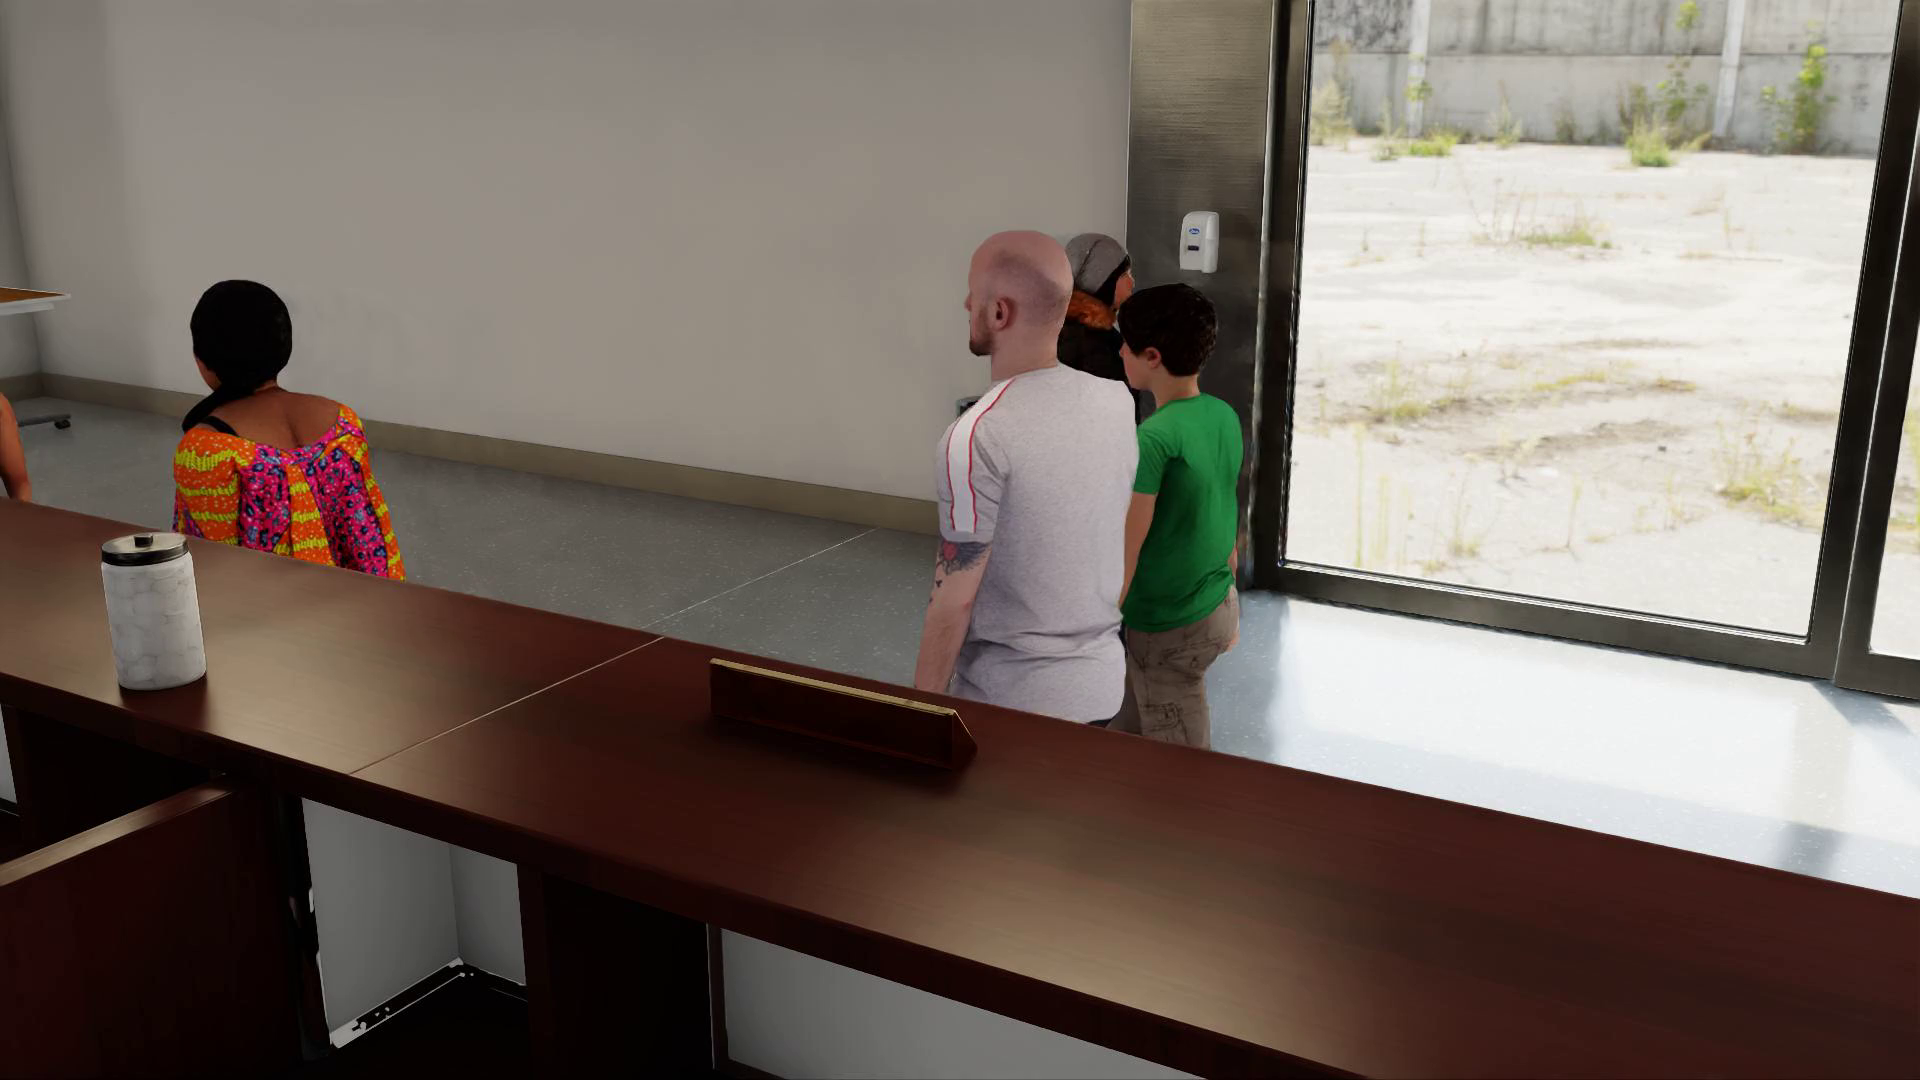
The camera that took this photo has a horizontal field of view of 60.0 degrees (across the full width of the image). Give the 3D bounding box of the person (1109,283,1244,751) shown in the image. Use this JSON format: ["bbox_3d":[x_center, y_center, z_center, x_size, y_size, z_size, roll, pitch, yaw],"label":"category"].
[{"bbox_3d":[0.594,0.225,3.927,0.705,1.640,0.685,10,19,32],"label":"person"}]

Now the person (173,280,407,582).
[{"bbox_3d":[-1.504,0.239,3.837,0.698,1.647,1.067,10,19,31],"label":"person"}]

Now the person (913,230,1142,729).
[{"bbox_3d":[0.198,0.325,3.229,0.800,1.826,0.667,13,20,39],"label":"person"}]
